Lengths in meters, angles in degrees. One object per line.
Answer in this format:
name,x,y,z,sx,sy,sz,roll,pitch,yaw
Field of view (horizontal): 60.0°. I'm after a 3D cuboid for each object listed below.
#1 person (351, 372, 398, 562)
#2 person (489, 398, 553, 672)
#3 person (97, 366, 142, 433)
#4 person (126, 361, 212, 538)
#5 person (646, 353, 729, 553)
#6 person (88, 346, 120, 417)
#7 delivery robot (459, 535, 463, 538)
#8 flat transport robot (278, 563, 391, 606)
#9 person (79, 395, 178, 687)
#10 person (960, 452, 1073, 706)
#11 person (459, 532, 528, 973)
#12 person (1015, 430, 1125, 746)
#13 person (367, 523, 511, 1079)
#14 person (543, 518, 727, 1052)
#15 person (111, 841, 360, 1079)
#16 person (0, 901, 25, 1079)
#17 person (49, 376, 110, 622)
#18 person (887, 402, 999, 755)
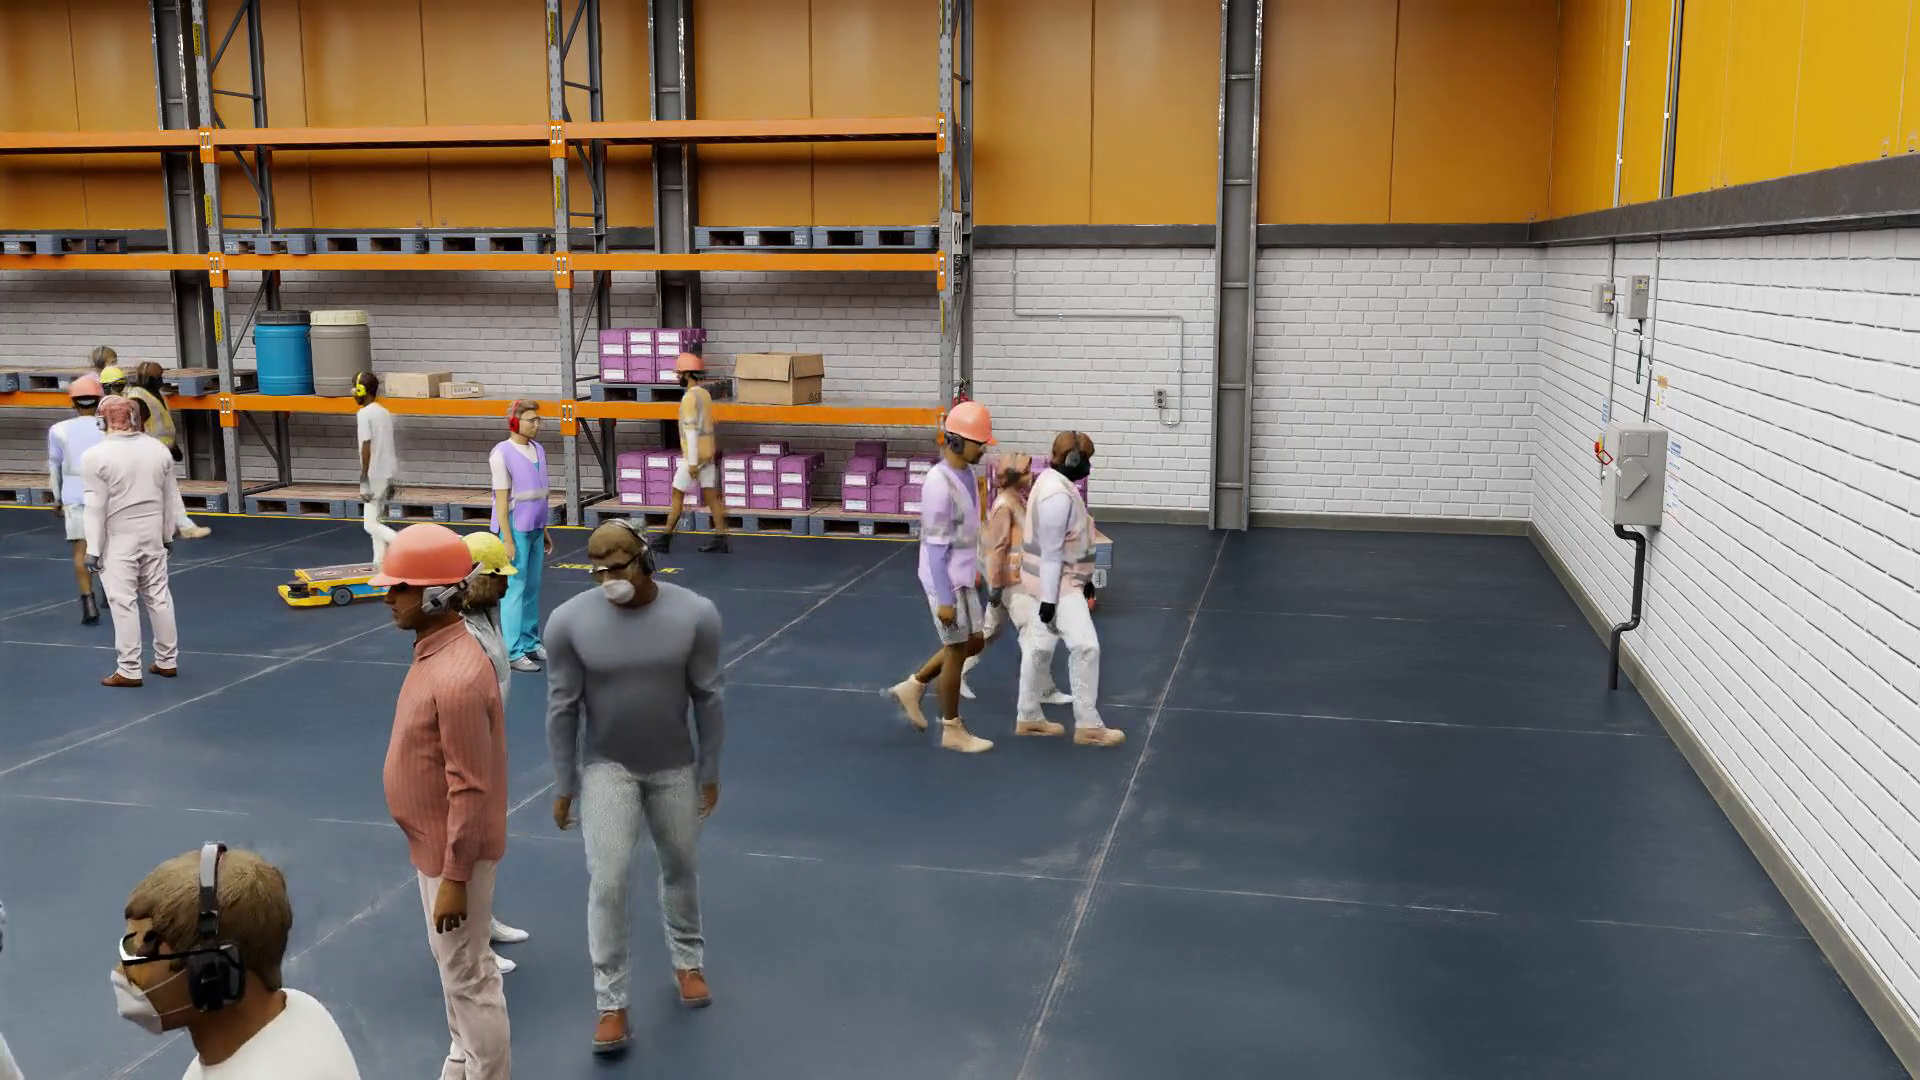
person,-4.856,-0.508,14.134,0.673,1.830,0.575,1,10,6
person,-2.979,-0.041,11.322,0.390,1.848,0.564,2,10,14
person,-8.020,-0.770,15.879,0.329,1.767,0.528,2,10,14
person,-8.035,-0.880,16.483,0.944,1.801,0.622,-2,10,-12
person,-2.610,-0.806,15.698,0.904,1.895,0.562,2,10,14
person,-8.673,-1.008,16.840,0.438,1.913,0.688,-3,10,-17
delivery robot,-4.044,0.207,13.392,0.477,0.478,0.707,-5,11,-30
flat transport robot,-4.840,0.333,13.766,1.431,0.197,0.652,-5,11,-29
person,-5.449,0.006,10.875,0.401,1.904,0.646,5,11,26
person,0.282,0.240,10.396,0.832,1.602,0.508,1,10,5
person,-1.869,0.824,6.532,0.324,1.736,0.480,-1,10,-7
person,0.662,0.273,9.582,0.740,1.806,0.625,-1,10,-5
person,-1.578,0.933,5.119,0.376,1.995,0.612,-4,11,-25
person,-1.151,0.851,5.945,0.636,1.894,0.711,-3,10,-17
person,-1.004,1.392,2.641,0.768,1.919,0.634,-4,10,-23
person,-2.784,1.179,4.302,0.868,1.791,0.609,-4,10,-24
person,-6.767,-0.324,12.941,0.557,1.889,1.029,-4,10,-21
person,-0.078,0.223,9.297,0.649,2.009,0.667,3,10,17
